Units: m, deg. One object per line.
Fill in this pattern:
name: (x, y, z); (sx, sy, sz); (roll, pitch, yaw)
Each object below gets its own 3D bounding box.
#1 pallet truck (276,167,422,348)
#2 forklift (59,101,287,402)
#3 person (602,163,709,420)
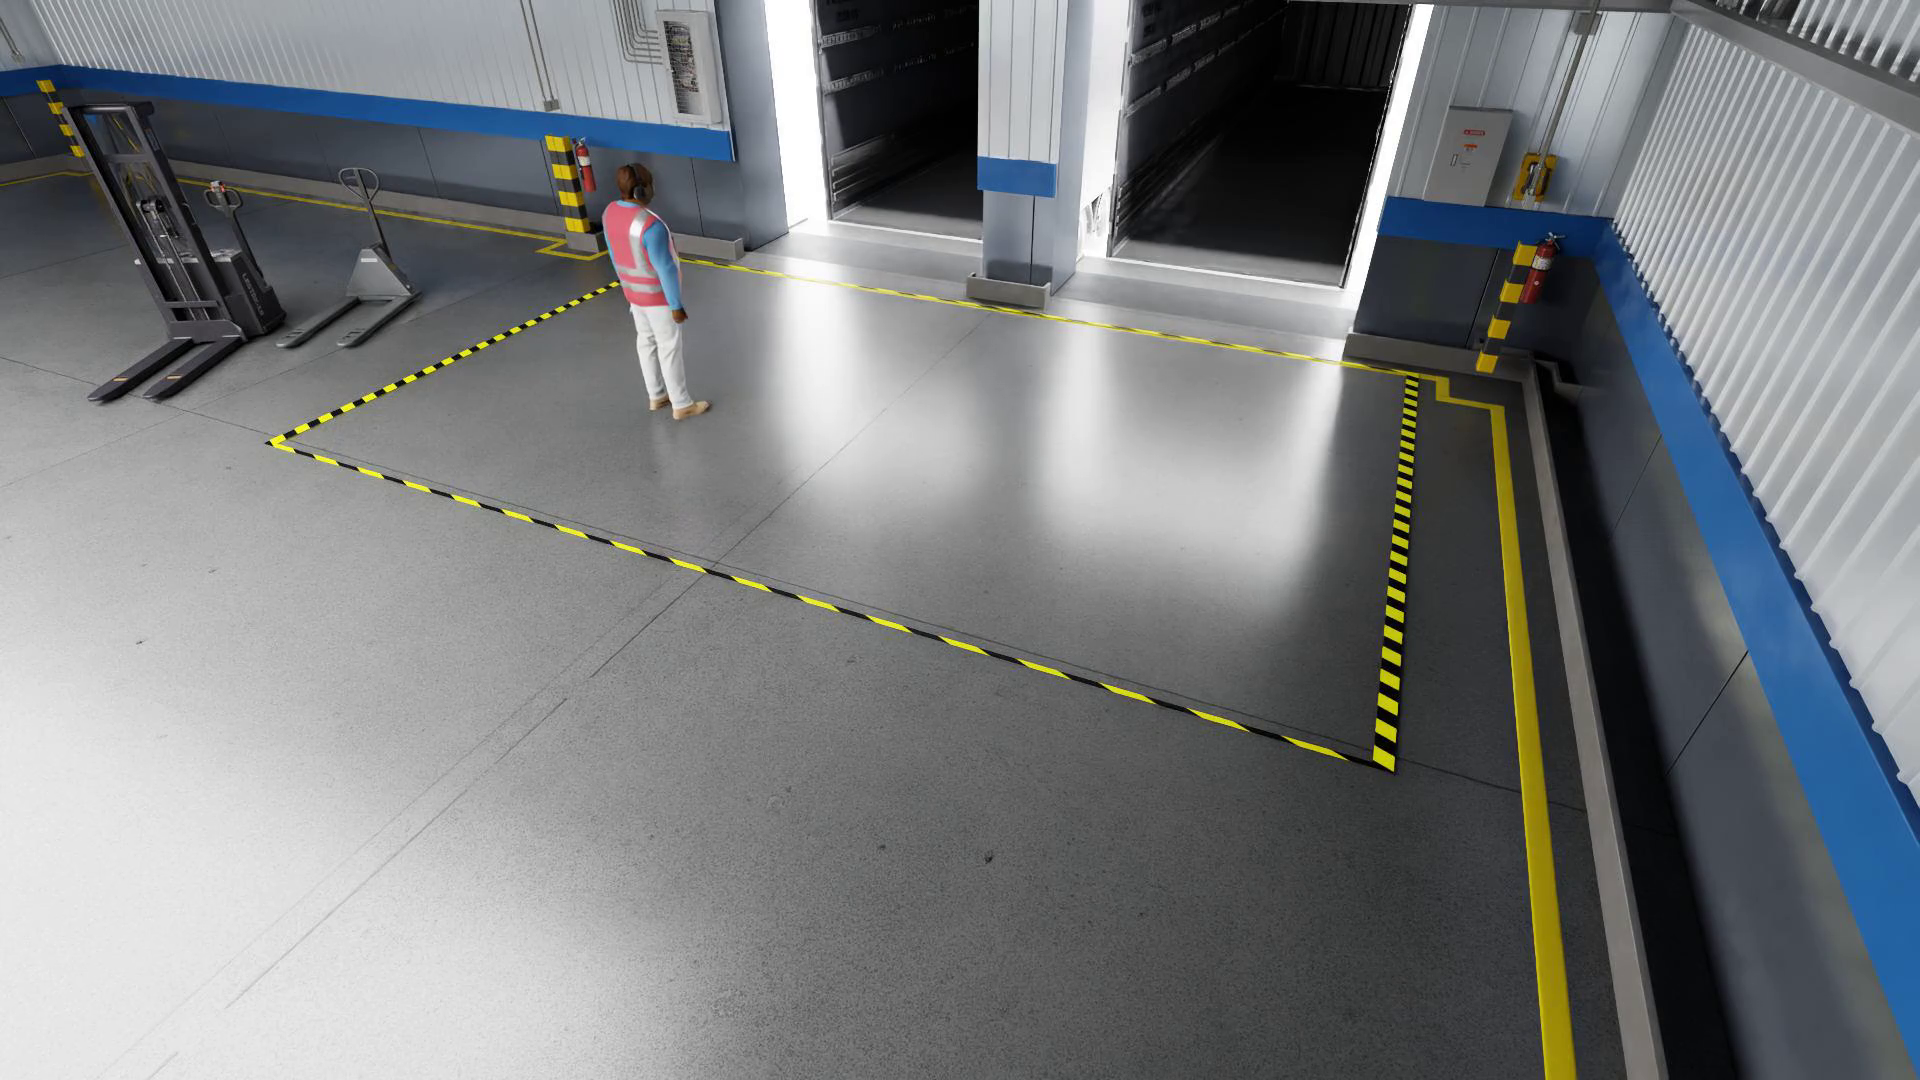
pallet truck: (-5.732, -2.611, 8.414); (0.680, 1.201, 1.601); (-1, 35, -1)
forklift: (-6.686, -2.387, 7.434); (0.823, 1.965, 1.885); (-3, 35, -5)
person: (-2.229, -1.786, 6.708); (0.632, 1.841, 0.429); (25, 42, 31)
